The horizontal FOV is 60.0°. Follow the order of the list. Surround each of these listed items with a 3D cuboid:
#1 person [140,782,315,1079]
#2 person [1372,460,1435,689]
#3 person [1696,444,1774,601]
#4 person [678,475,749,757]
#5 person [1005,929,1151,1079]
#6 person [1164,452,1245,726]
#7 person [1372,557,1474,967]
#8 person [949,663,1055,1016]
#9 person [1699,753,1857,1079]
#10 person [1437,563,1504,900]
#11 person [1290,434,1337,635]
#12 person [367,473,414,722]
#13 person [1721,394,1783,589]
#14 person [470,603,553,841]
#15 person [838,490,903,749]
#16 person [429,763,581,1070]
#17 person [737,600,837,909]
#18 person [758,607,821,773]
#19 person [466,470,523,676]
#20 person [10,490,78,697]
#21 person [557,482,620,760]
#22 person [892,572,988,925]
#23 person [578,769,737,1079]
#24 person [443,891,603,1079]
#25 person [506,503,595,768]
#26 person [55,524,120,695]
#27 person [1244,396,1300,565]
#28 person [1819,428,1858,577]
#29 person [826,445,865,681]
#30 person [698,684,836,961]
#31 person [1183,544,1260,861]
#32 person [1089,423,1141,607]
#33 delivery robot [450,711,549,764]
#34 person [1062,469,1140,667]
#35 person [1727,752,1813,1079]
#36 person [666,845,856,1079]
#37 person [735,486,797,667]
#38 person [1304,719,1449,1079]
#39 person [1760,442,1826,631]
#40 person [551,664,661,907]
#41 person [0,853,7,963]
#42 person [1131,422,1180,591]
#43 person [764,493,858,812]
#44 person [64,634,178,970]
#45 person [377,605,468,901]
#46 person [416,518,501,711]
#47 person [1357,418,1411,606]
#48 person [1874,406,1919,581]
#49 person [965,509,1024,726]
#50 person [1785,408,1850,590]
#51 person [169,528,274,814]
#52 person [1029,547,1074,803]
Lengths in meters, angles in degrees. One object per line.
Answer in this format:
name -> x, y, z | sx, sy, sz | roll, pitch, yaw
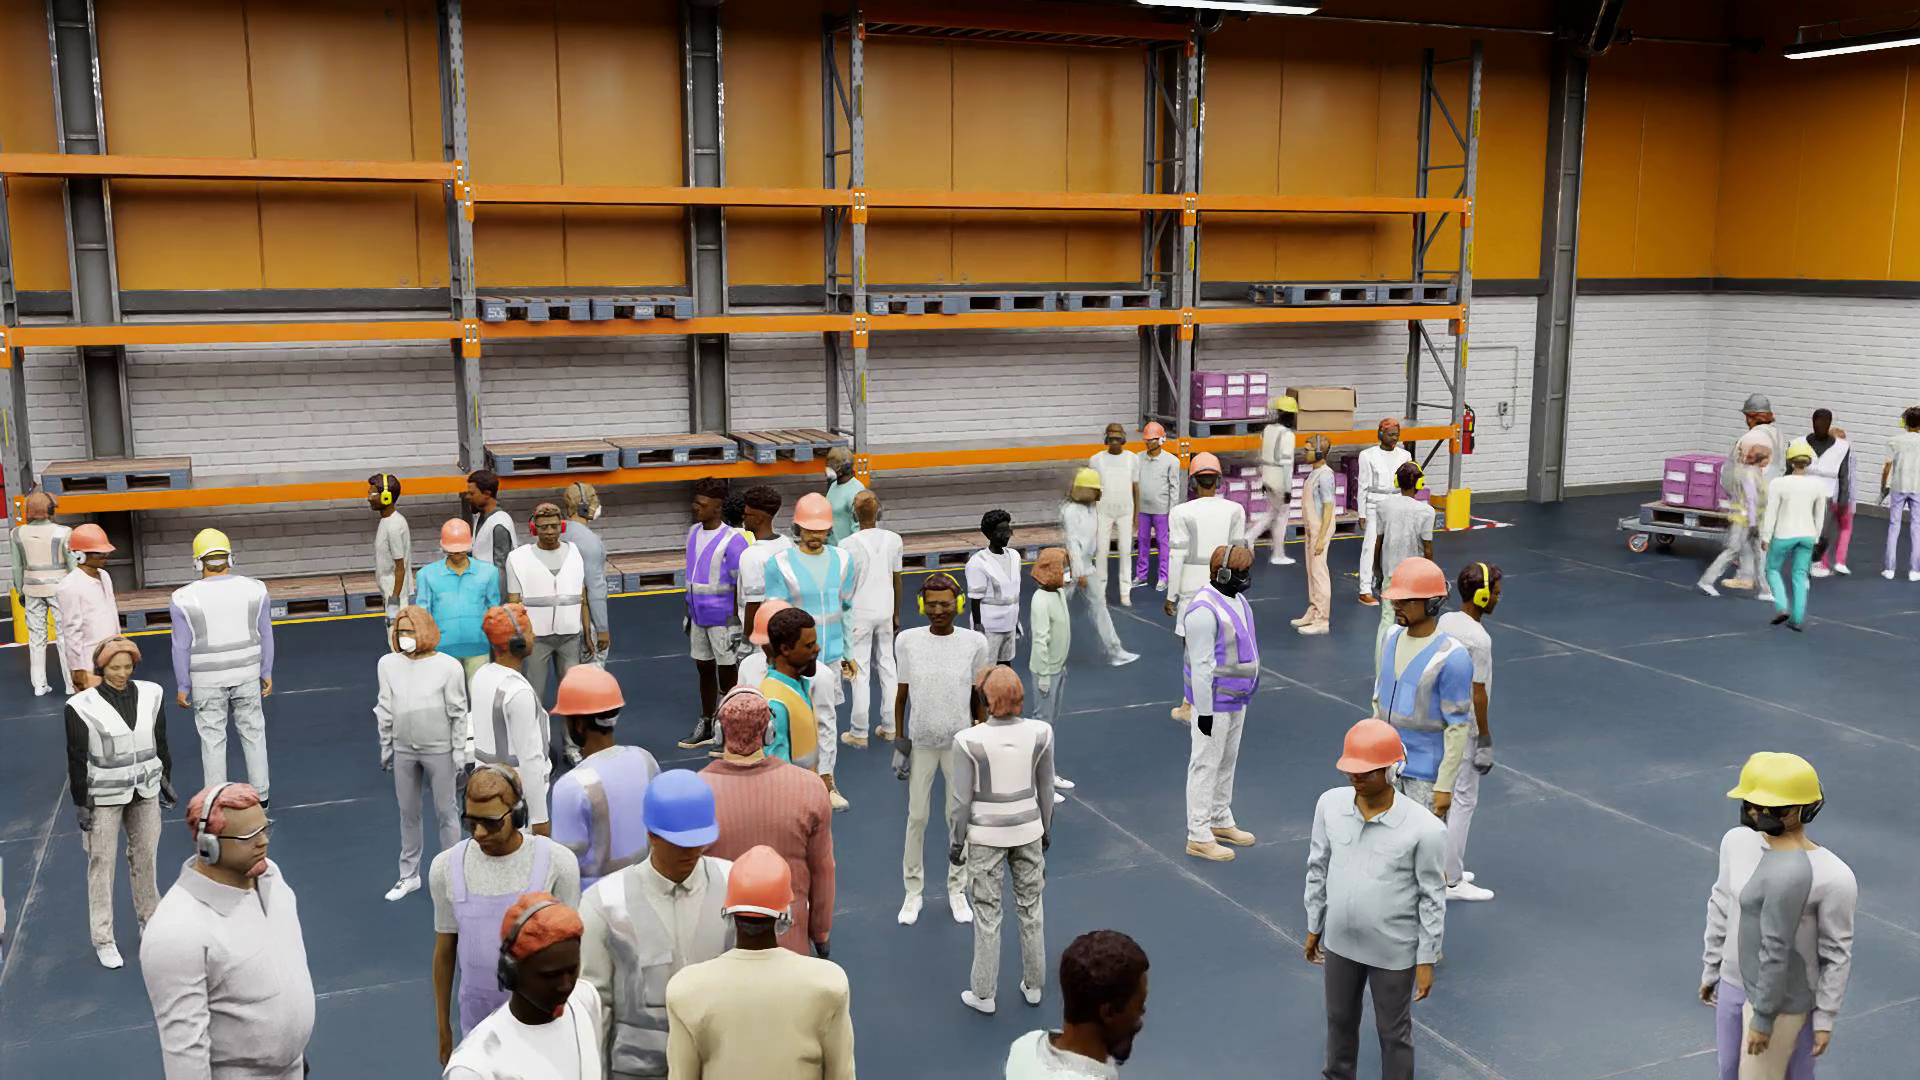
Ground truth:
person -> -2.206, 1.672, 5.168 | 0.408, 1.906, 0.653 | 1, 10, 4
person -> 3.521, 0.299, 13.216 | 0.509, 1.862, 0.328 | 7, 12, 37
person -> 7.892, -0.181, 16.753 | 0.809, 1.606, 0.531 | 8, 13, 39
person -> -1.723, 0.525, 11.603 | 0.604, 1.967, 0.367 | 9, 13, 42
person -> 0.341, 1.870, 4.112 | 0.548, 1.884, 0.598 | -3, 10, -15
person -> 1.798, 0.362, 12.348 | 0.616, 2.031, 0.387 | -3, 10, -17
person -> 2.201, 1.090, 8.128 | 0.373, 2.044, 0.606 | -5, 11, -25
person -> 0.197, 1.374, 7.650 | 0.514, 1.641, 0.310 | -4, 10, -20
person -> 2.877, 1.612, 5.922 | 0.311, 1.769, 0.522 | -6, 12, -32
person -> 2.738, 1.034, 9.007 | 0.346, 1.857, 0.523 | -2, 10, -9
person -> 3.265, -0.054, 15.283 | 0.335, 1.845, 0.513 | 0, 10, -1
person -> -4.253, 0.430, 12.428 | 0.328, 1.872, 0.514 | -4, 11, -23
person -> 8.240, -0.516, 17.386 | 0.689, 2.000, 0.538 | -9, 13, -42
person -> -2.082, 1.224, 7.811 | 0.354, 1.884, 0.576 | -8, 13, -38
person -> -0.645, 0.559, 11.764 | 0.508, 1.844, 0.345 | -6, 12, -31
person -> -1.522, 1.630, 5.630 | 0.518, 1.835, 0.357 | 0, 10, 0
person -> -0.921, 1.160, 8.585 | 0.573, 1.739, 0.346 | 4, 11, 21
person -> -0.803, 1.245, 7.594 | 0.397, 1.919, 0.590 | 0, 10, 0
person -> -3.429, 0.425, 12.348 | 0.390, 1.912, 0.588 | -5, 11, -28
person -> -7.168, 0.430, 13.093 | 0.522, 1.639, 0.306 | -1, 10, -3
person -> -2.600, 0.559, 11.490 | 0.372, 1.940, 0.630 | -8, 13, -39
person -> -0.099, 1.081, 8.676 | 0.520, 1.874, 0.332 | 0, 10, -1
person -> -0.890, 1.646, 5.232 | 0.607, 1.939, 0.419 | -5, 11, -26
person -> -1.086, 1.824, 4.350 | 0.340, 1.884, 0.586 | 3, 10, 19
person -> -2.753, 0.657, 11.192 | 0.570, 1.843, 0.372 | -6, 11, -30
person -> -5.640, 0.757, 10.879 | 0.342, 1.750, 0.568 | -1, 10, -3
person -> 3.495, -0.650, 18.534 | 0.598, 1.901, 0.614 | -4, 10, -20
person -> 9.456, -0.406, 17.979 | 0.455, 1.606, 0.549 | -7, 12, -36
person -> -0.949, 0.180, 13.670 | 0.373, 1.940, 0.629 | -5, 11, -25
person -> -0.791, 1.480, 6.275 | 0.643, 1.909, 0.410 | -2, 10, -14
person -> 1.523, 0.929, 9.671 | 0.429, 1.837, 0.624 | 6, 11, 30
person -> 1.528, -0.250, 16.465 | 0.506, 1.837, 0.349 | 0, 10, 3
delivery robot -> -3.110, 1.280, 11.047 | 0.707, 0.478, 0.477 | -6, 11, -30
person -> 1.050, 0.251, 13.970 | 0.910, 1.696, 0.503 | 7, 12, 36
person -> 2.866, 1.617, 5.929 | 0.341, 1.754, 0.533 | 5, 11, 26
person -> -0.592, 1.774, 5.016 | 0.564, 1.752, 0.337 | -1, 10, -4
person -> -1.305, 0.608, 11.124 | 0.367, 1.966, 0.606 | 4, 11, 21
person -> 1.566, 1.534, 6.400 | 0.572, 1.749, 0.342 | 9, 13, 42
person -> 7.713, -0.031, 15.438 | 0.590, 1.743, 0.431 | 0, 10, 1
person -> -1.401, 1.433, 6.482 | 0.384, 1.929, 0.542 | 5, 11, 26
person -> -3.818, 1.497, 6.088 | 0.621, 1.950, 1.021 | -3, 10, -19
person -> 2.000, -0.353, 17.269 | 0.562, 1.753, 0.327 | 7, 12, 35
person -> -0.901, 0.713, 10.305 | 0.615, 2.039, 0.388 | -6, 12, -32
person -> -4.143, 1.272, 8.241 | 0.310, 1.639, 0.514 | 6, 12, 33
person -> -2.893, 1.149, 8.966 | 0.501, 1.633, 0.285 | 2, 10, 9
person -> -3.351, 0.710, 11.174 | 0.570, 1.742, 0.337 | -4, 11, -23
person -> 4.200, -0.277, 16.498 | 0.568, 1.878, 0.352 | -2, 10, -12
person -> 10.108, -0.488, 17.788 | 0.585, 1.867, 0.324 | 5, 11, 25
person -> 0.256, 0.617, 11.850 | 0.318, 1.697, 0.535 | 8, 13, 39
person -> 8.959, -0.454, 17.442 | 0.607, 1.896, 0.710 | 4, 11, 23
person -> -4.532, 0.832, 10.243 | 0.590, 1.824, 0.404 | -8, 13, -39
person -> 0.585, 0.850, 10.686 | 0.276, 1.633, 0.507 | 3, 10, 16
